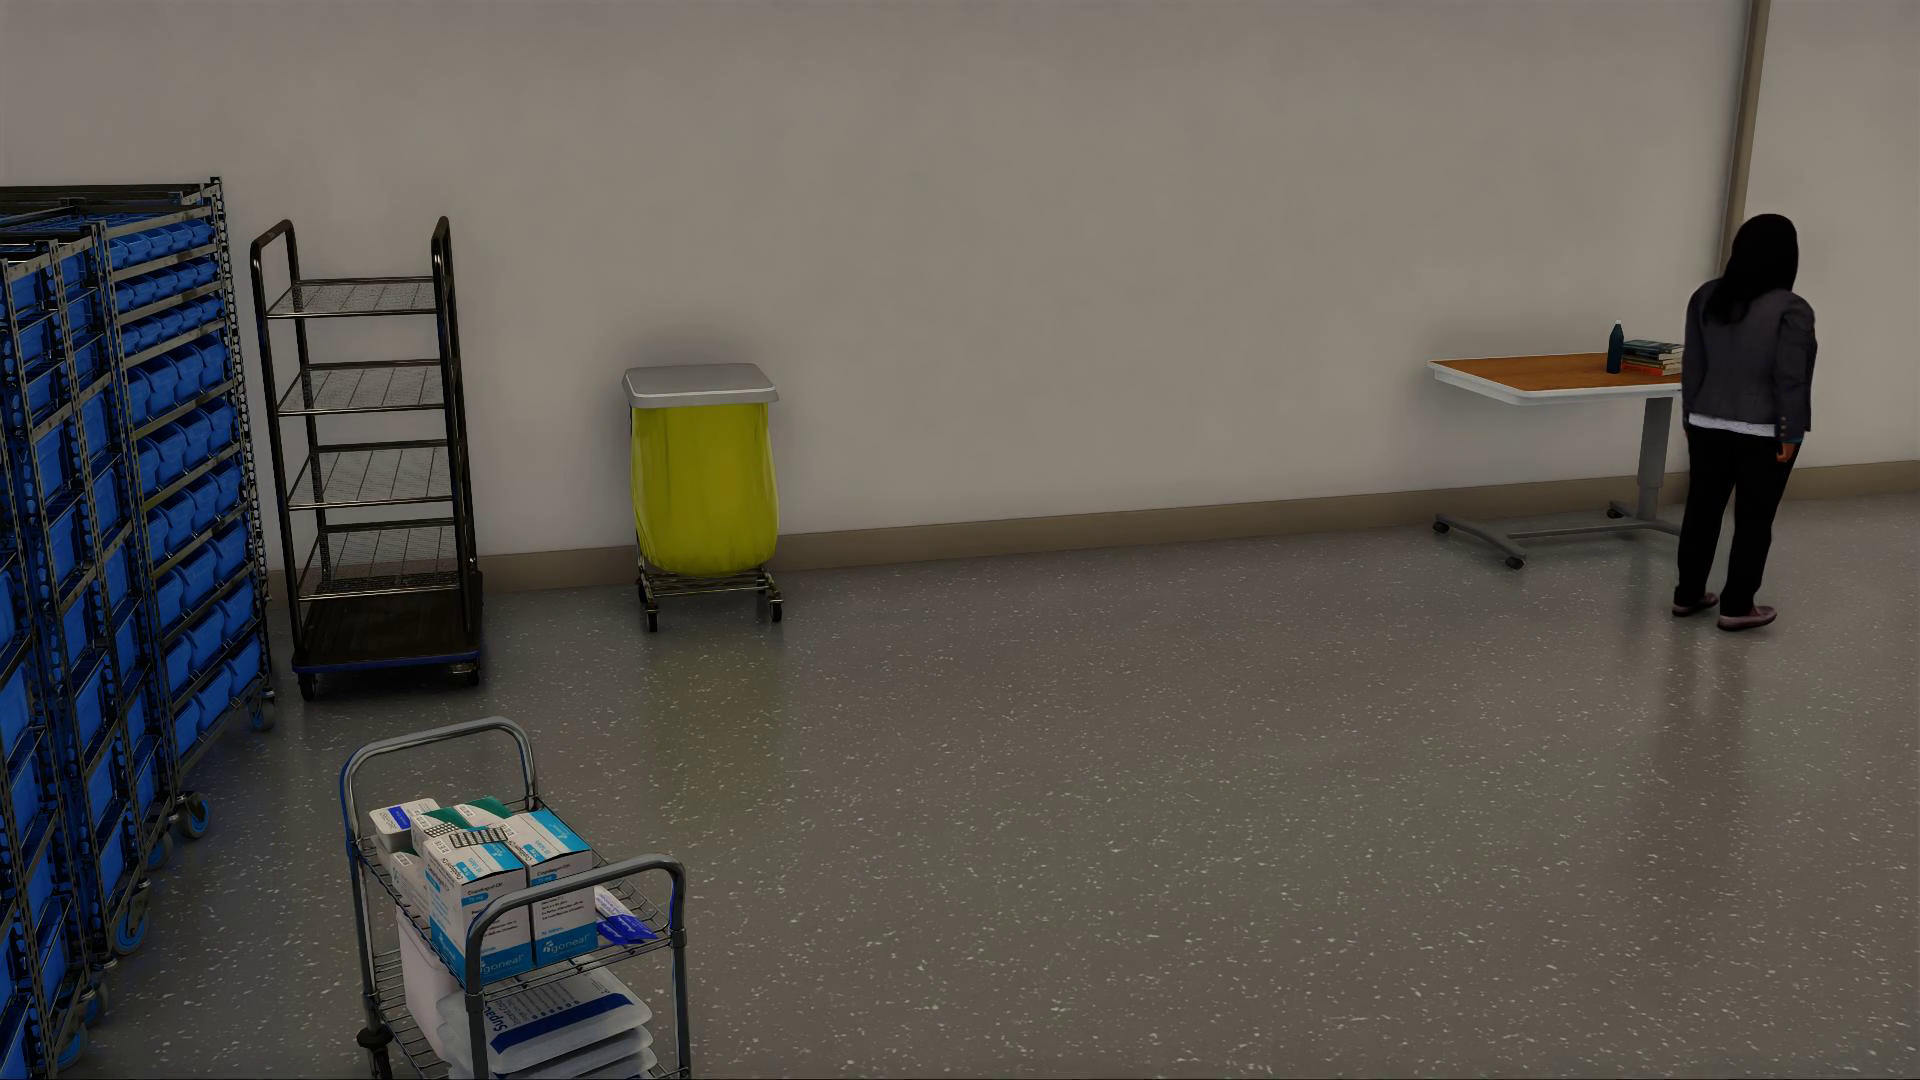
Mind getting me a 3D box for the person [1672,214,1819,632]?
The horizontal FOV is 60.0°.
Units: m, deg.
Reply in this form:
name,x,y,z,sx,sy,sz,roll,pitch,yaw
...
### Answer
name,x,y,z,sx,sy,sz,roll,pitch,yaw
person,3.016,-0.449,6.418,0.750,1.598,0.745,-9,18,-30
